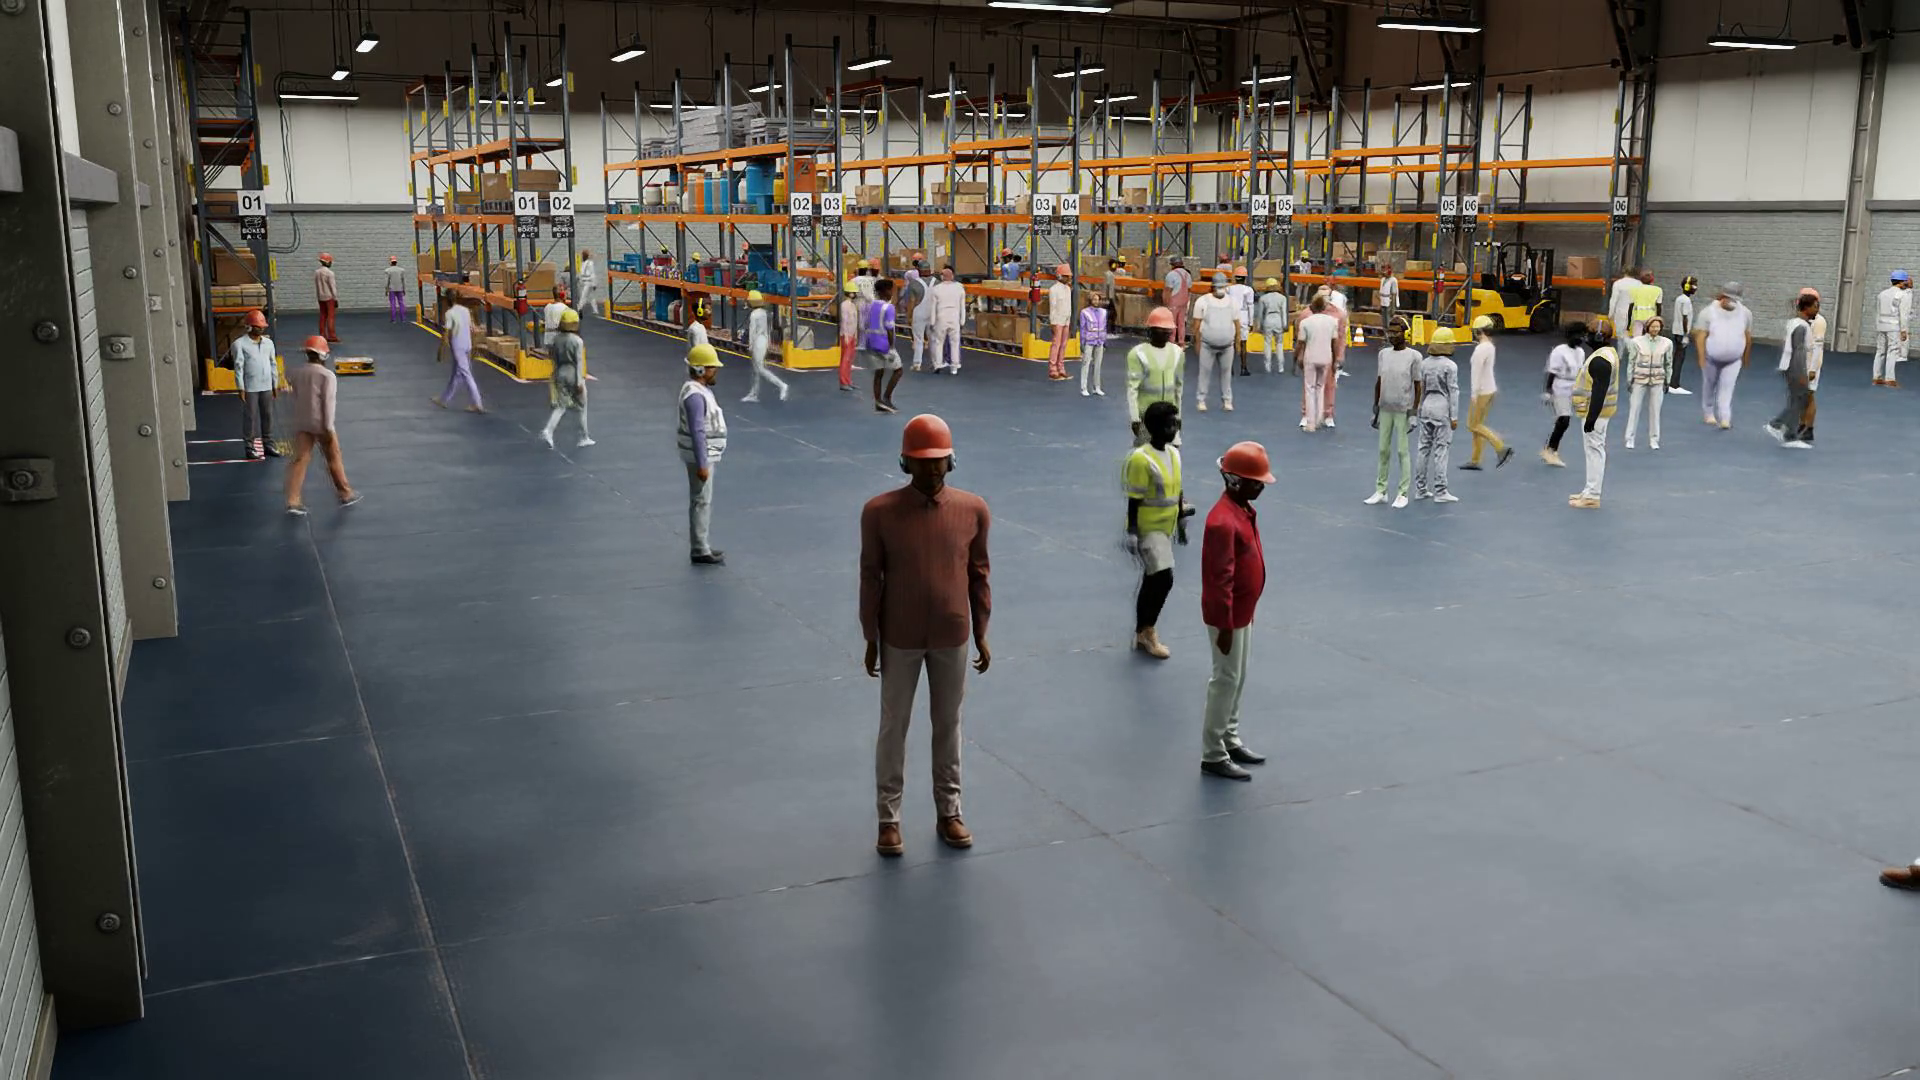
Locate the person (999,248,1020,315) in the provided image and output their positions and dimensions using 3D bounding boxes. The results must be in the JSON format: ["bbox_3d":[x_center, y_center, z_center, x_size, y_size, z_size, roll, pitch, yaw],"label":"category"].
[{"bbox_3d":[1.144,-5.882,39.435,0.392,2.036,0.605,9,14,37],"label":"person"}]

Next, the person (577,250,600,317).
[{"bbox_3d":[-10.422,-7.072,45.979,0.970,1.828,0.674,-7,13,-33],"label":"person"}]

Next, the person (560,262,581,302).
[{"bbox_3d":[-9.608,-6.011,40.999,0.495,1.696,0.869,-1,11,-5],"label":"person"}]

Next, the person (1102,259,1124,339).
[{"bbox_3d":[3.512,-5.526,38.165,0.624,1.830,0.578,1,11,4],"label":"person"}]

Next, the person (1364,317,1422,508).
[{"bbox_3d":[4.267,-1.253,16.335,0.514,1.872,0.328,11,15,44],"label":"person"}]

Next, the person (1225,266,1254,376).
[{"bbox_3d":[4.941,-3.874,29.492,0.549,1.932,0.375,5,12,26],"label":"person"}]

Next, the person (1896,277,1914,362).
[{"bbox_3d":[18.349,-4.285,32.333,0.310,1.640,0.514,4,12,17],"label":"person"}]

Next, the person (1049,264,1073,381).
[{"bbox_3d":[1.761,-3.759,28.759,0.400,1.989,0.623,7,13,32],"label":"person"}]

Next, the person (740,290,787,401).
[{"bbox_3d":[-3.007,-2.950,25.329,0.701,1.721,0.495,2,11,10],"label":"person"}]

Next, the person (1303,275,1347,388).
[{"bbox_3d":[6.103,-3.472,27.674,0.608,1.843,0.904,-4,12,-20],"label":"person"}]

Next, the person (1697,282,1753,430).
[{"bbox_3d":[10.293,-2.539,22.436,0.698,2.000,1.011,3,12,17],"label":"person"}]

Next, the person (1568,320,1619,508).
[{"bbox_3d":[6.213,-1.235,16.319,0.429,1.844,0.627,5,12,23],"label":"person"}]

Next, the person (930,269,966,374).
[{"bbox_3d":[-0.215,-3.911,29.855,0.655,1.877,0.474,-2,11,-12],"label":"person"}]

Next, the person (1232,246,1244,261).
[{"bbox_3d":[8.657,-8.186,51.642,0.429,1.841,0.634,-2,11,-12],"label":"person"}]

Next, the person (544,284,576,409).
[{"bbox_3d":[-5.902,-2.841,24.474,0.572,1.840,0.373,10,15,41],"label":"person"}]

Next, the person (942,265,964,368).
[{"bbox_3d":[-0.168,-4.142,30.926,0.591,1.911,0.373,8,14,37],"label":"person"}]

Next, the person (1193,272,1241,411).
[{"bbox_3d":[3.759,-2.893,24.236,0.693,2.000,0.535,-1,11,-4],"label":"person"}]

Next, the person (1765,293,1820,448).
[{"bbox_3d":[10.288,-2.074,20.423,0.446,1.902,0.589,6,13,29],"label":"person"}]

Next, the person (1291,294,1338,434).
[{"bbox_3d":[4.636,-2.320,21.867,0.559,1.821,0.572,-2,11,-9],"label":"person"}]

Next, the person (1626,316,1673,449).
[{"bbox_3d":[8.430,-1.922,20.353,0.518,1.633,0.313,3,12,14],"label":"person"}]

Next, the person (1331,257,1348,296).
[{"bbox_3d":[9.830,-6.521,43.485,0.596,1.715,0.821,-6,12,-27],"label":"person"}]

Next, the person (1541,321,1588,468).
[{"bbox_3d":[6.845,-1.638,18.807,0.561,1.661,0.415,-9,14,-37],"label":"person"}]

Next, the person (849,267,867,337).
[{"bbox_3d":[-2.324,-5.522,38.654,0.537,1.625,0.530,-2,11,-9],"label":"person"}]

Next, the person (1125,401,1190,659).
[{"bbox_3d":[1.308,-0.059,10.720,0.457,1.678,0.556,7,13,33],"label":"person"}]

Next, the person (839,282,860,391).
[{"bbox_3d":[-1.787,-3.322,27.123,0.329,1.765,0.531,3,12,15],"label":"person"}]

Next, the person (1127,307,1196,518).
[{"bbox_3d":[1.888,-1.193,15.711,0.661,1.988,1.034,-4,12,-21],"label":"person"}]

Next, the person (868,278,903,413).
[{"bbox_3d":[-1.058,-2.787,23.916,0.468,1.949,0.639,-8,14,-37],"label":"person"}]

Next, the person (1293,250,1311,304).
[{"bbox_3d":[9.626,-7.210,46.704,0.589,1.832,0.404,-5,12,-24],"label":"person"}]

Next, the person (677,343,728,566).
[{"bbox_3d":[-2.106,-0.697,13.644,0.403,1.824,0.589,-1,11,-6],"label":"person"}]

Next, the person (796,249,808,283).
[{"bbox_3d":[-5.055,-8.280,52.379,0.577,1.737,0.354,-2,11,-10],"label":"person"}]

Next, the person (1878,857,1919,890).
[{"bbox_3d":[4.303,0.582,6.885,0.640,1.922,0.633,4,12,18],"label":"person"}]

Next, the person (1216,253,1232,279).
[{"bbox_3d":[7.593,-7.371,47.788,0.562,1.726,0.717,-5,12,-23],"label":"person"}]

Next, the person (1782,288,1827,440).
[{"bbox_3d":[10.753,-2.232,21.180,0.392,1.925,0.548,1,11,3],"label":"person"}]

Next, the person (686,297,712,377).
[{"bbox_3d":[-3.171,-2.021,20.286,0.341,1.859,0.501,-1,11,-6],"label":"person"}]

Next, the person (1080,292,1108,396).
[{"bbox_3d":[2.108,-3.097,26.296,0.525,1.639,0.307,-7,13,-31],"label":"person"}]

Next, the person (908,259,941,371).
[{"bbox_3d":[-0.677,-4.132,30.530,0.682,2.000,0.537,-5,12,-24],"label":"person"}]
